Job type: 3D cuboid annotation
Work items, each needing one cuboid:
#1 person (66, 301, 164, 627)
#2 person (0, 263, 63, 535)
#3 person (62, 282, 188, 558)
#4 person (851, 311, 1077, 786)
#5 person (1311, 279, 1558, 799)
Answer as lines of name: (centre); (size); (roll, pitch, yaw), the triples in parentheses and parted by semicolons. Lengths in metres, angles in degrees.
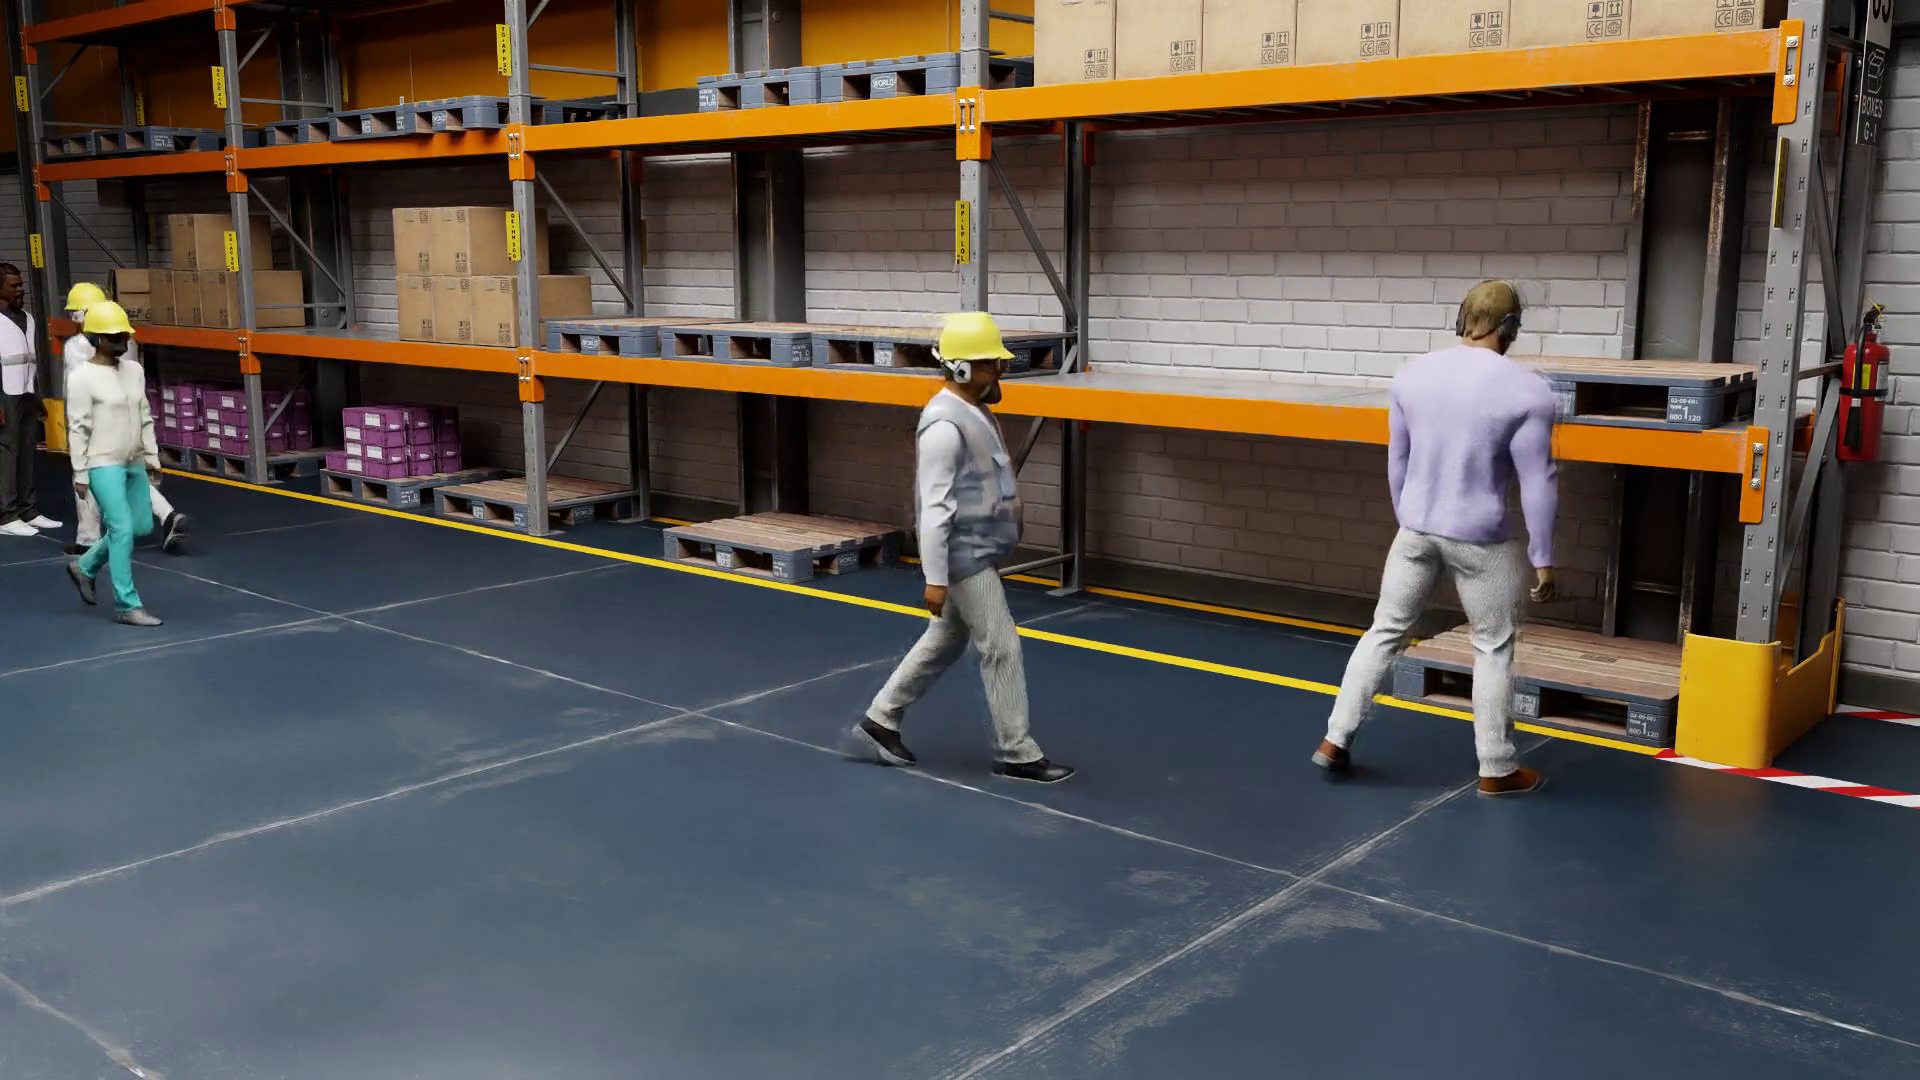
person: (-4.611, -0.409, 8.938); (0.622, 1.745, 0.527); (2, 10, 11)
person: (-6.724, -0.996, 11.808); (0.391, 1.917, 0.593); (0, 10, 0)
person: (-5.503, -0.762, 10.811); (0.774, 1.809, 0.600); (2, 10, 13)
person: (-0.017, 0.031, 6.308); (0.889, 1.796, 0.599); (2, 10, 11)
person: (1.778, 0.007, 6.147); (0.842, 1.908, 0.565); (9, 13, 40)
